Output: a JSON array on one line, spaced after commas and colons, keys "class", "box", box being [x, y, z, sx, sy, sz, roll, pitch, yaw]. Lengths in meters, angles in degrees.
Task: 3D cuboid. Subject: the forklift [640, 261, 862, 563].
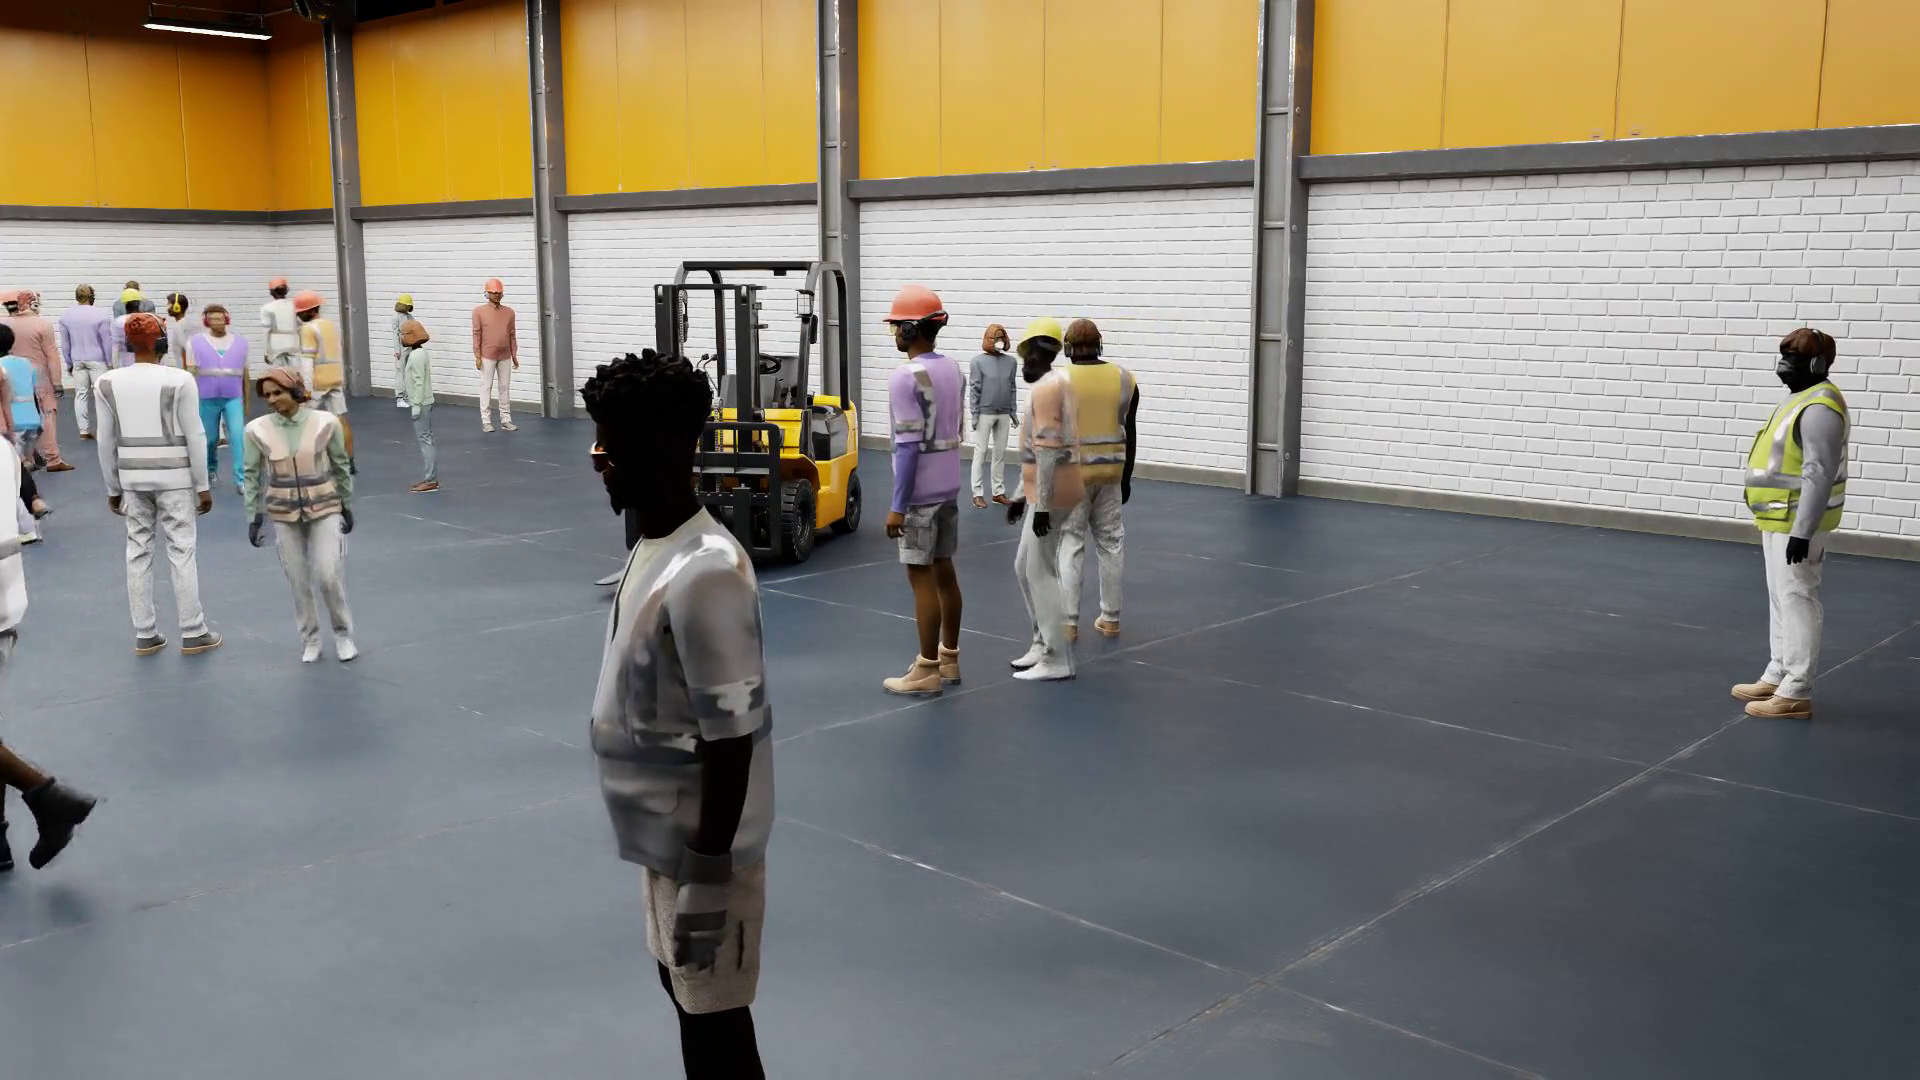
[{"class": "forklift", "box": [-1.552, -1.040, 12.721, 1.214, 2.155, 2.313, 2, 9, 11]}]

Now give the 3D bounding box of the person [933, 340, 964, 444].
[{"class": "person", "box": [-0.248, -0.819, 12.871, 0.531, 1.704, 0.947, 1, 9, 5]}]

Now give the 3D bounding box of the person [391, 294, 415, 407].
[{"class": "person", "box": [-8.527, -2.916, 25.617, 0.304, 1.739, 0.485, 3, 10, 19]}]

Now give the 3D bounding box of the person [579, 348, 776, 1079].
[{"class": "person", "box": [-0.567, 0.590, 3.426, 0.370, 1.963, 0.608, -3, 10, -19]}]

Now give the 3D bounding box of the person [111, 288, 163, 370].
[{"class": "person", "box": [-10.109, -2.155, 20.516, 0.858, 1.898, 0.603, 7, 12, 38]}]

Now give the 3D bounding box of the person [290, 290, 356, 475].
[{"class": "person", "box": [-6.557, -1.594, 17.011, 0.584, 1.897, 0.620, 2, 10, 13]}]

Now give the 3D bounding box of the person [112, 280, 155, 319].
[{"class": "person", "box": [-13.397, -3.249, 27.046, 0.629, 1.939, 0.374, -6, 11, -31]}]

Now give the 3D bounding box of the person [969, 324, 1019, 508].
[{"class": "person", "box": [0.306, -1.109, 14.856, 0.501, 1.632, 0.280, -6, 11, -32]}]

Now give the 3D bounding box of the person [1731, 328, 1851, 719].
[{"class": "person", "box": [3.948, -0.080, 7.902, 0.429, 1.847, 0.628, 3, 10, 16]}]

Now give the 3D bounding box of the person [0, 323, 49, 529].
[{"class": "person", "box": [-7.693, -0.918, 13.502, 0.374, 1.681, 0.563, 1, 9, 6]}]

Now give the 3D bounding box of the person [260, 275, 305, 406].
[{"class": "person", "box": [-9.544, -2.719, 23.516, 0.627, 2.028, 0.707, -7, 12, -36]}]

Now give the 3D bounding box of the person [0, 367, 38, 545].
[{"class": "person", "box": [-7.514, -0.805, 12.718, 0.905, 1.715, 0.539, 0, 9, 3]}]

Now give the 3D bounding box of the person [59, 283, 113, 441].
[{"class": "person", "box": [-10.713, -2.177, 20.471, 0.629, 1.940, 0.379, 0, 9, 2]}]

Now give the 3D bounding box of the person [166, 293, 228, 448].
[{"class": "person", "box": [-9.130, -1.966, 19.508, 0.979, 1.825, 0.498, -1, 9, -4]}]

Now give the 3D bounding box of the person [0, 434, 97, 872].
[{"class": "person", "box": [-3.349, 0.242, 5.703, 0.554, 1.916, 0.557, -1, 9, -4]}]

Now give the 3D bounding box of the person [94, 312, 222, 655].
[{"class": "person", "box": [-4.405, -0.300, 9.136, 0.573, 1.883, 0.357, 0, 9, 1]}]

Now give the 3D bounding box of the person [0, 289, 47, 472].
[{"class": "person", "box": [-9.787, -1.667, 17.430, 0.650, 1.902, 0.646, 9, 13, 44]}]

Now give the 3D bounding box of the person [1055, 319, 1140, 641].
[{"class": "person", "box": [0.710, -0.340, 9.525, 0.619, 1.838, 0.430, -4, 10, -21]}]

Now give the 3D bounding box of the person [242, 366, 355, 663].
[{"class": "person", "box": [-3.525, -0.124, 8.887, 0.529, 1.609, 0.440, -2, 9, -13]}]

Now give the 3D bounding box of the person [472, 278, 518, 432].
[{"class": "person", "box": [-6.066, -2.413, 21.748, 0.608, 1.995, 0.377, -8, 12, -41]}]

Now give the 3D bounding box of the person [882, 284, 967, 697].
[{"class": "person", "box": [-0.200, -0.239, 8.270, 0.393, 2.044, 0.609, 5, 10, 27]}]

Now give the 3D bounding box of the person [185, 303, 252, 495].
[{"class": "person", "box": [-7.039, -1.343, 15.792, 0.577, 1.807, 0.892, -6, 11, -32]}]

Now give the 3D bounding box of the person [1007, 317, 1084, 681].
[{"class": "person", "box": [0.451, -0.224, 8.730, 0.397, 1.877, 0.626, 1, 9, 4]}]

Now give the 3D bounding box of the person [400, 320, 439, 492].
[{"class": "person", "box": [-5.157, -1.272, 15.857, 0.275, 1.631, 0.507, -2, 9, -11]}]

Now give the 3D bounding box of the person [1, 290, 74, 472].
[{"class": "person", "box": [-9.660, -1.654, 17.389, 0.636, 1.902, 0.404, 2, 9, 9]}]
